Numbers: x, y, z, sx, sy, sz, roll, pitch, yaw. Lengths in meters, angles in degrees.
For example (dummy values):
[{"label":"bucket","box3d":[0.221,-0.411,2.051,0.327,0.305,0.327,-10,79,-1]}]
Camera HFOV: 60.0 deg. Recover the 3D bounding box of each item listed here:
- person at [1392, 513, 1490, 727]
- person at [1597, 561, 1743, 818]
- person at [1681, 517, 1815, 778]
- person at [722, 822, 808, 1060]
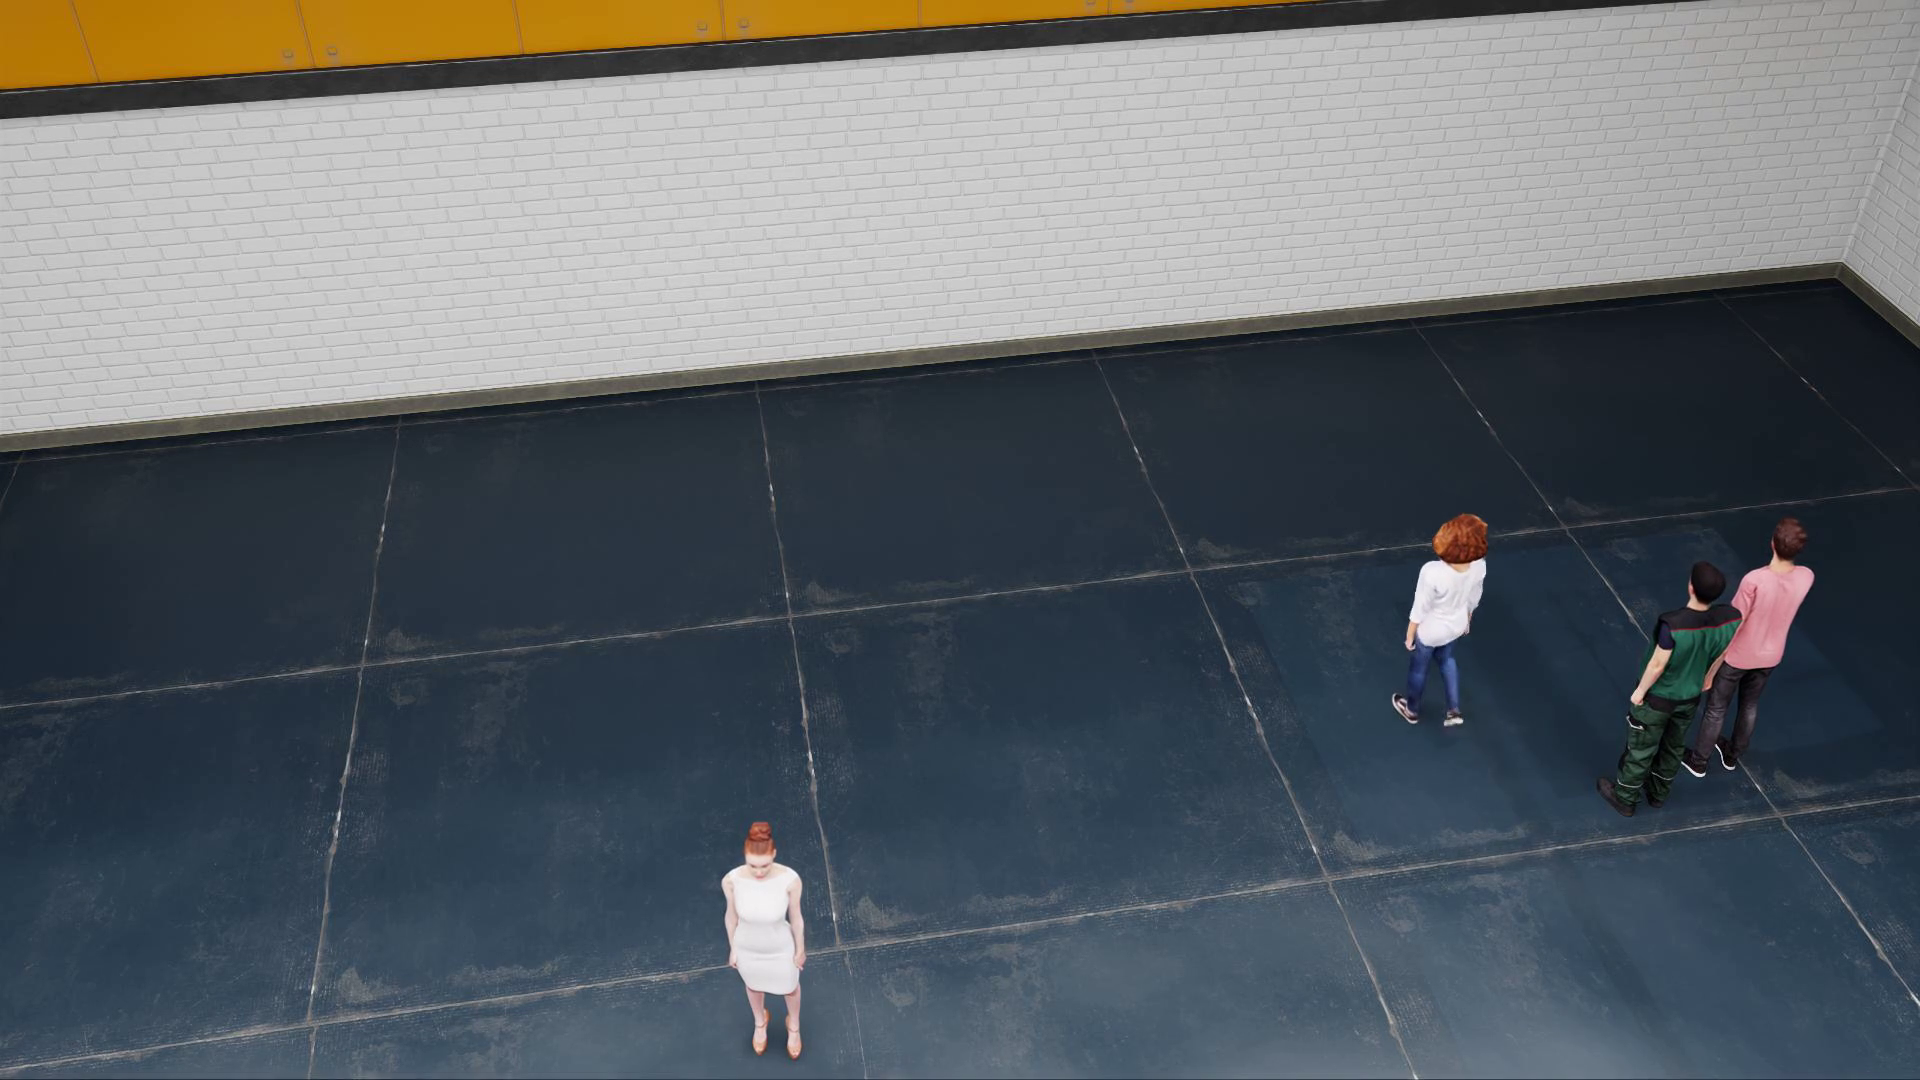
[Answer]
[{"label":"person","box3d":[3.121,0.585,10.636,0.698,1.707,0.823,-11,40,-13]},{"label":"person","box3d":[4.309,0.908,10.078,0.701,1.899,0.588,-10,40,-12]},{"label":"person","box3d":[4.893,0.686,10.308,0.636,1.959,0.526,-8,39,-9]},{"label":"person","box3d":[-1.000,2.102,8.667,0.595,1.794,0.552,1,39,2]}]
